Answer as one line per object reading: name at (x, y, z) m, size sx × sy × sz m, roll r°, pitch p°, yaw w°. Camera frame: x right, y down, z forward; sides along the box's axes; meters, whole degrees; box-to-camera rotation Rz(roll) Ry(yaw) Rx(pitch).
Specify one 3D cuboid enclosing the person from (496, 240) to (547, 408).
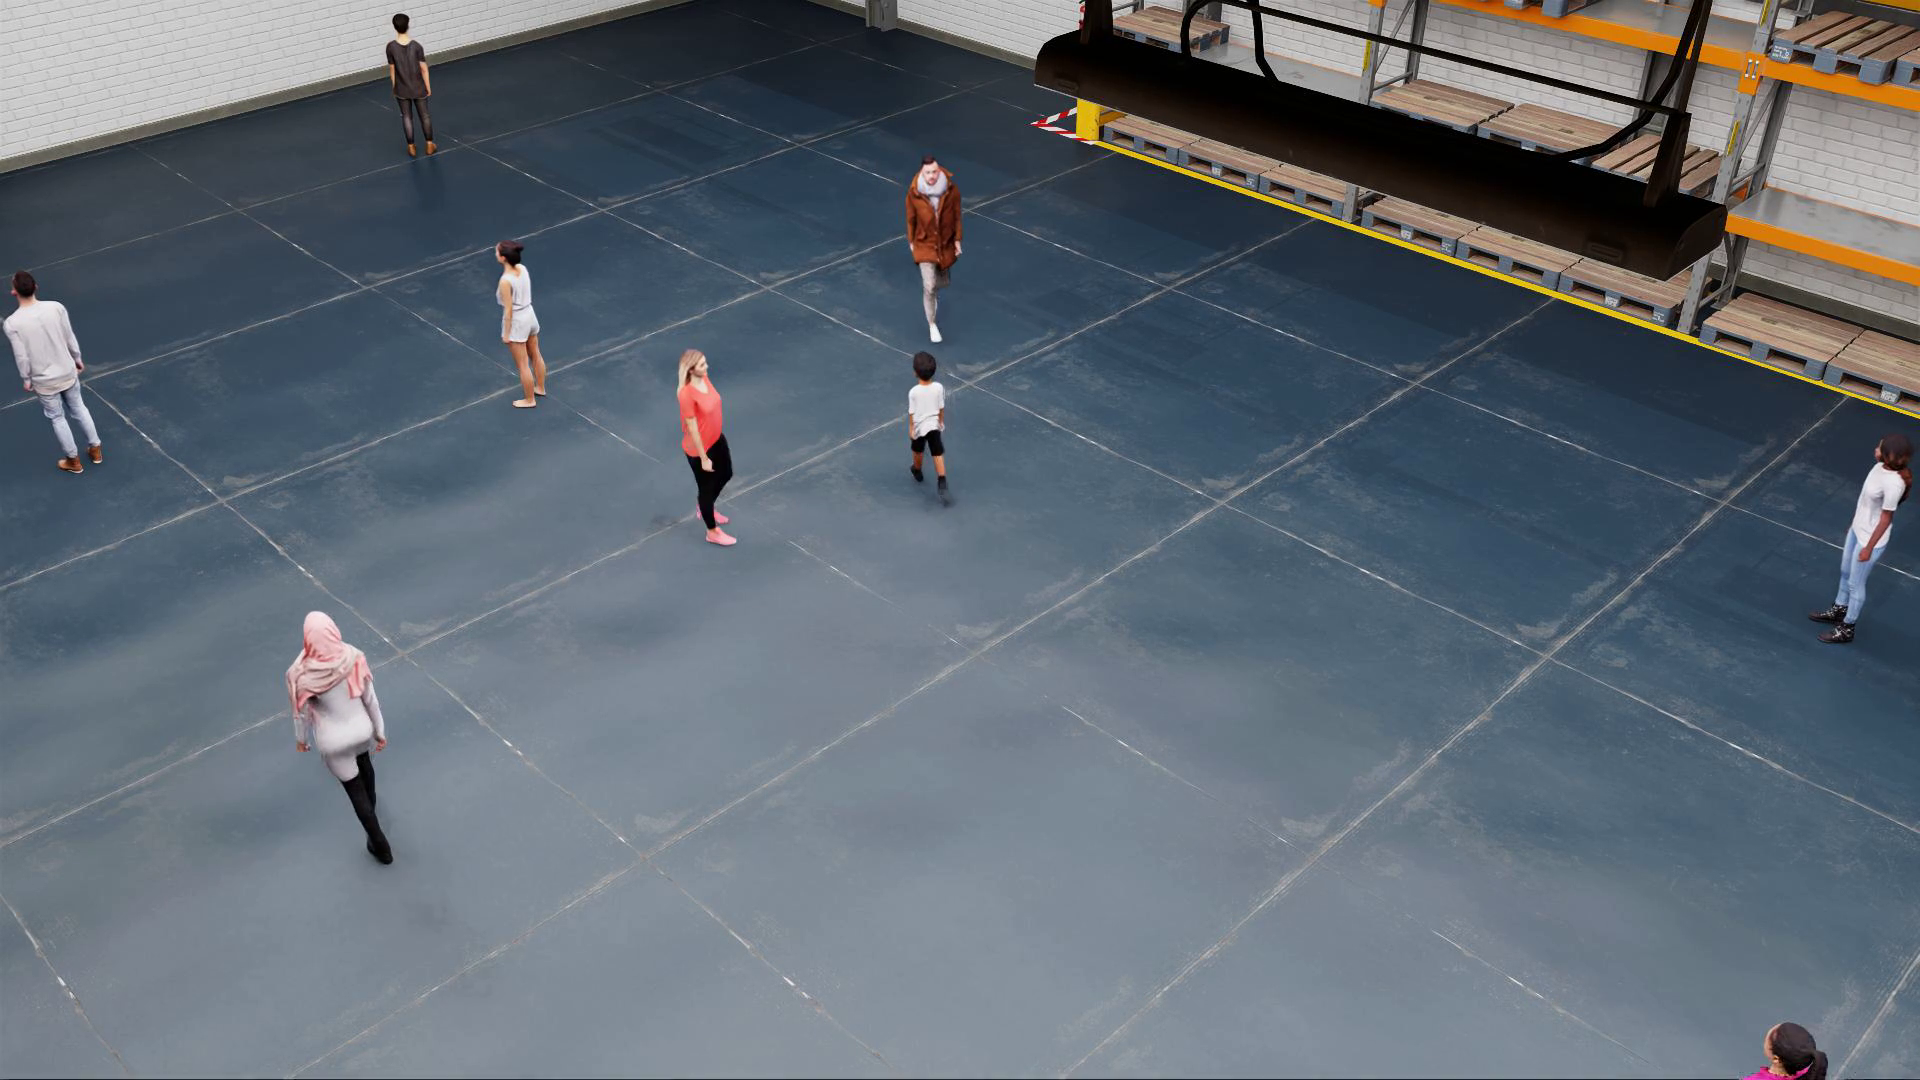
person at (-3.987, -1.971, 15.074) m, size 0.694 × 1.605 × 0.662 m, roll 9°, pitch 35°, yaw 13°

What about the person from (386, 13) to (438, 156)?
person at (-6.749, -5.584, 20.411) m, size 0.699 × 1.713 × 0.721 m, roll -6°, pitch 34°, yaw -9°

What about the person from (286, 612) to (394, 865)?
person at (-3.689, 1.246, 10.077) m, size 0.706 × 1.779 × 0.987 m, roll -25°, pitch 41°, yaw -32°

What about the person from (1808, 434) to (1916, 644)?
person at (6.564, -0.021, 12.035) m, size 0.682 × 1.721 × 0.661 m, roll 7°, pitch 34°, yaw 11°

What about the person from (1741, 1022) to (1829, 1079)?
person at (3.723, 2.916, 7.662) m, size 0.845 × 1.671 × 1.035 m, roll -10°, pitch 35°, yaw -15°

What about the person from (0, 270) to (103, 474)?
person at (-7.662, -1.428, 14.043) m, size 0.603 × 1.841 × 0.708 m, roll 23°, pitch 40°, yaw 31°

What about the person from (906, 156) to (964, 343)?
person at (-0.262, -2.897, 16.285) m, size 1.023 × 1.806 × 1.229 m, roll -9°, pitch 35°, yaw -13°

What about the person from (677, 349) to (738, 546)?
person at (-2.082, -0.736, 13.141) m, size 0.787 × 1.687 × 0.740 m, roll 10°, pitch 35°, yaw 14°

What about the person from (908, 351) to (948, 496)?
person at (-0.256, -0.950, 13.867) m, size 0.705 × 1.240 × 0.904 m, roll -12°, pitch 35°, yaw -17°
